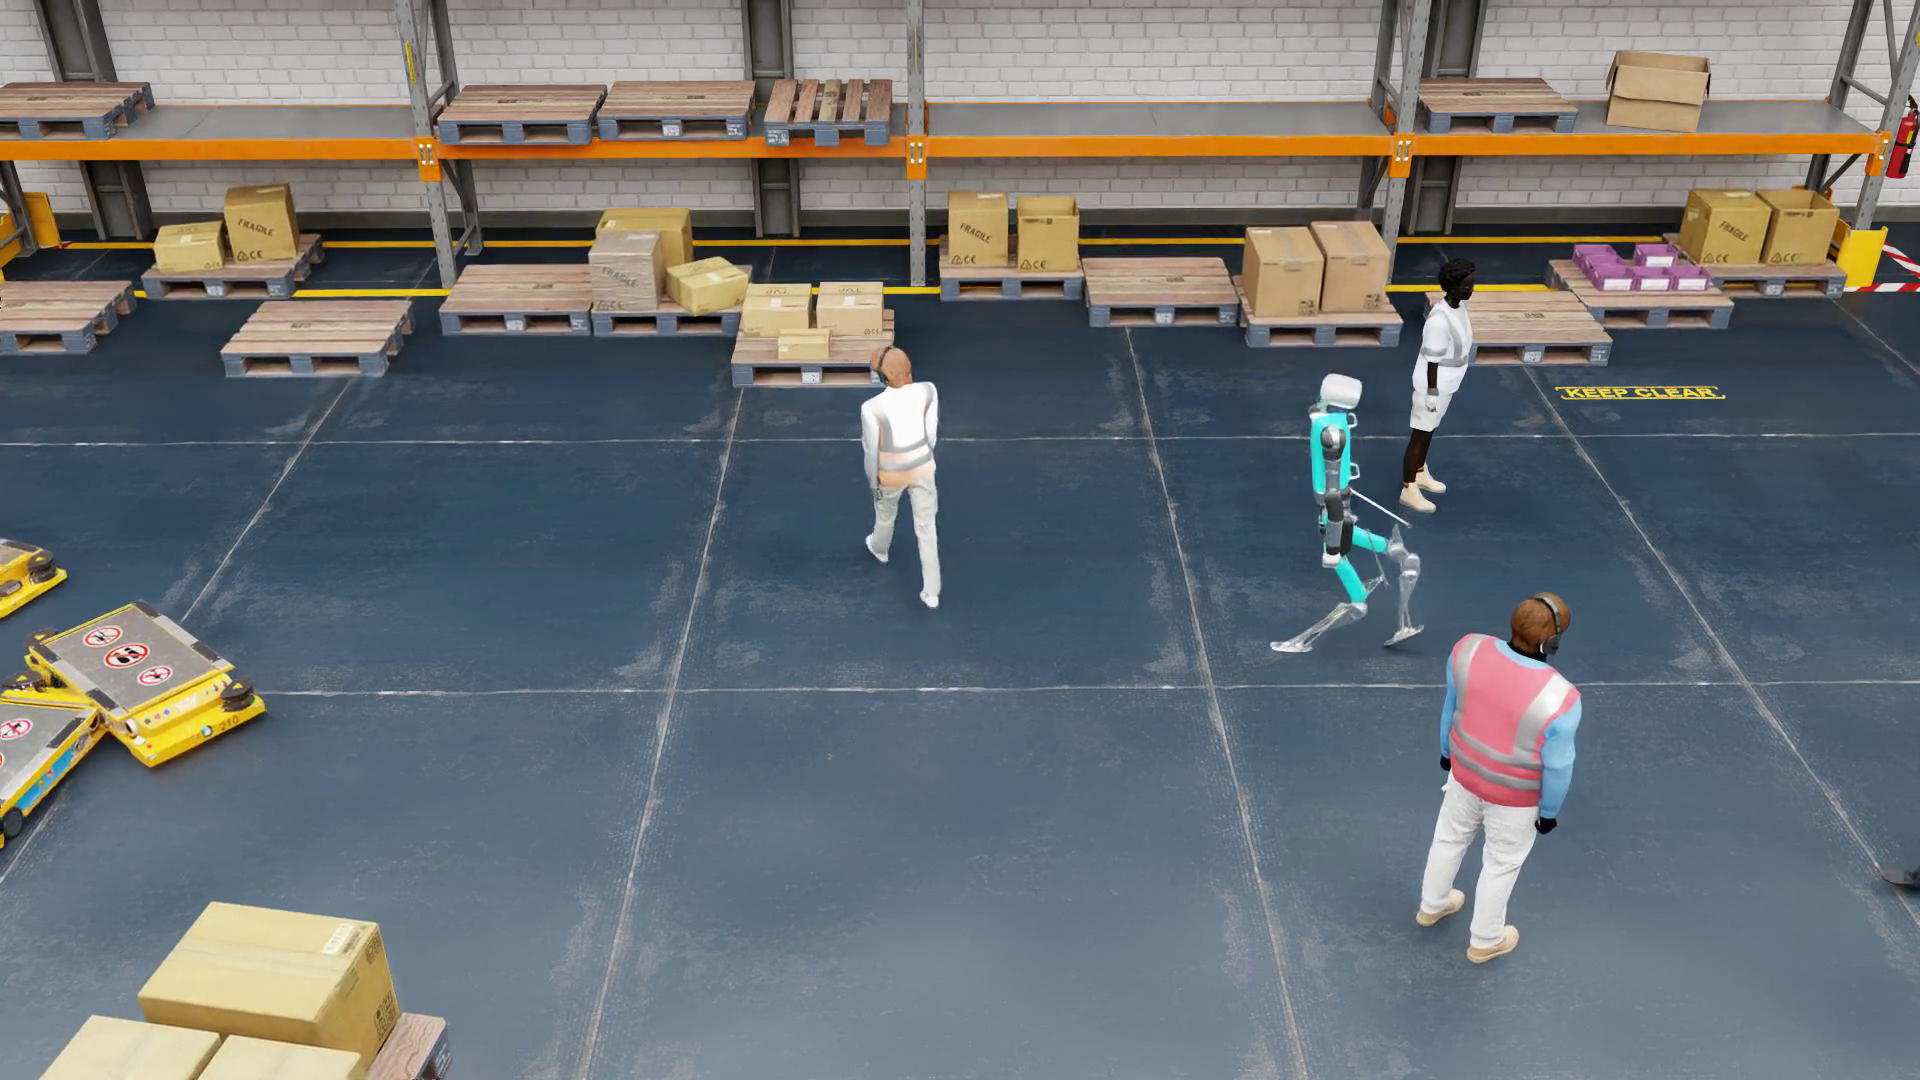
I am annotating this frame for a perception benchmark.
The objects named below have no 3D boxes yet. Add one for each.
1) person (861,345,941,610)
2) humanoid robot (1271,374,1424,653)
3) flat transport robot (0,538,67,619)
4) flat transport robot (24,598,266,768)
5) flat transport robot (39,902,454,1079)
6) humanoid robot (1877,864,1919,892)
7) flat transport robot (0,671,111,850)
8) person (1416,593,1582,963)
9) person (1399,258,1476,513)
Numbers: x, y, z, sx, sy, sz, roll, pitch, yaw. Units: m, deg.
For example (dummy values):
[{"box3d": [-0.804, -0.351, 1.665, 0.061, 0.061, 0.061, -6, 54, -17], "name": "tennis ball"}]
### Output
[{"box3d": [-0.341, -0.414, 9.808, 0.512, 1.581, 0.900, -11, 33, -18], "name": "person"}, {"box3d": [2.307, -0.066, 9.149, 1.016, 1.779, 0.533, 4, 31, 6], "name": "humanoid robot"}, {"box3d": [-6.235, 0.188, 10.098, 1.431, 0.231, 0.659, 12, 33, 19], "name": "flat transport robot"}, {"box3d": [-4.515, 0.751, 9.161, 1.431, 0.231, 0.659, 24, 38, 34], "name": "flat transport robot"}, {"box3d": [-2.611, 2.444, 6.342, 1.431, 0.231, 0.659, 5, 31, 8], "name": "flat transport robot"}, {"box3d": [4.712, 0.919, 7.531, 0.676, 1.632, 0.606, 9, 32, 15], "name": "humanoid robot"}, {"box3d": [-4.913, 1.178, 8.450, 0.659, 0.231, 1.431, 4, 31, 7], "name": "flat transport robot"}, {"box3d": [2.343, 1.021, 7.200, 0.431, 1.835, 0.628, -22, 38, -32], "name": "person"}, {"box3d": [3.083, -1.010, 10.704, 0.320, 1.697, 0.531, 16, 34, 25], "name": "person"}]
